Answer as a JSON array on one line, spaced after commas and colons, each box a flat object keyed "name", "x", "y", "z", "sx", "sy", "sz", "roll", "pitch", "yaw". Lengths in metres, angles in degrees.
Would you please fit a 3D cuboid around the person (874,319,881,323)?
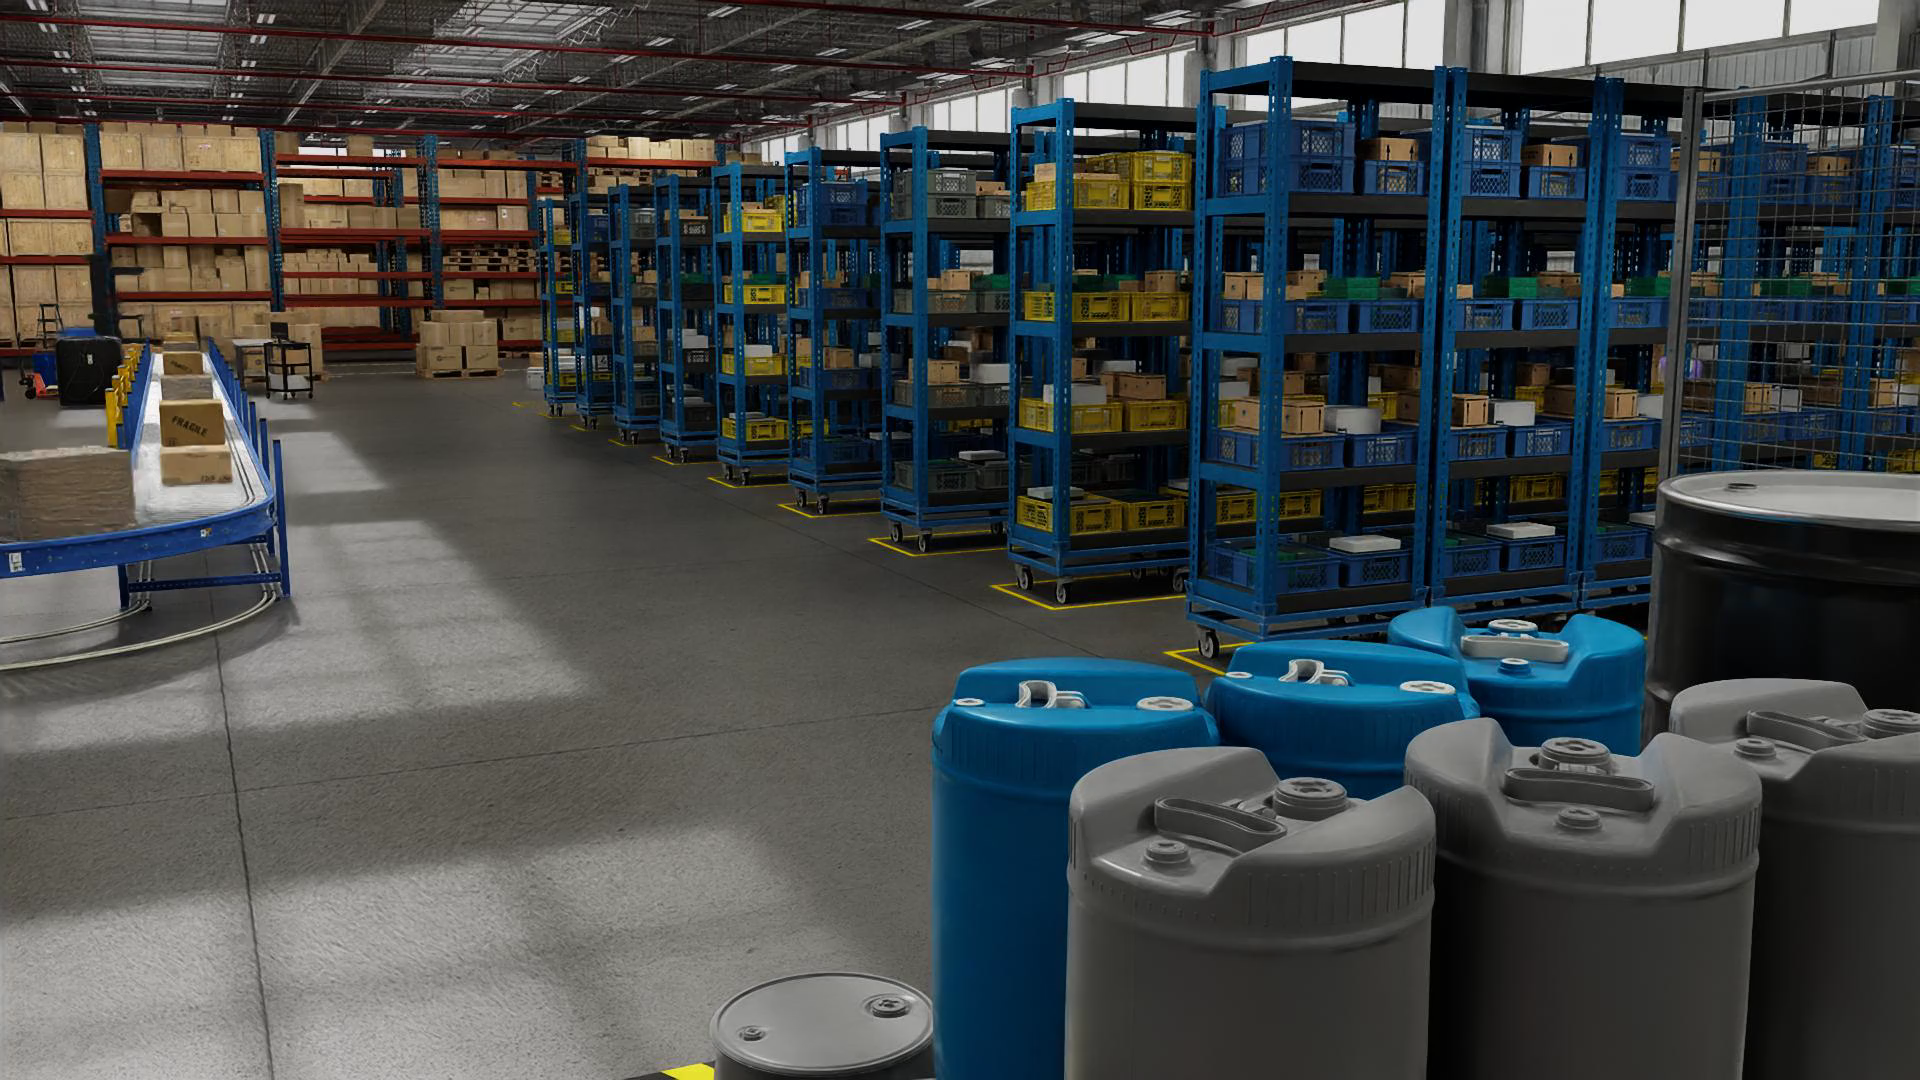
[{"name": "person", "x": -1.603, "y": -4.532, "z": 37.377, "sx": 0.670, "sy": 1.858, "sz": 1.039, "roll": -1, "pitch": 9, "yaw": -8}]

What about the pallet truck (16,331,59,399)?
[{"name": "pallet truck", "x": -17.082, "y": -3.353, "z": 31.781, "sx": 1.630, "sy": 1.274, "sz": 0.653, "roll": -4, "pitch": 10, "yaw": -25}]

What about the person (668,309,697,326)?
[{"name": "person", "x": -5.991, "y": -4.405, "z": 36.251, "sx": 0.652, "sy": 1.955, "sz": 0.933, "roll": -6, "pitch": 11, "yaw": -33}]

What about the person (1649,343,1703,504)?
[{"name": "person", "x": 7.238, "y": -1.218, "z": 16.842, "sx": 0.564, "sy": 1.846, "sz": 0.394, "roll": -4, "pitch": 10, "yaw": -22}]

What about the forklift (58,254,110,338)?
[{"name": "forklift", "x": -20.500, "y": -5.404, "z": 39.615, "sx": 1.873, "sy": 2.768, "sz": 1.129, "roll": -4, "pitch": 10, "yaw": -26}]

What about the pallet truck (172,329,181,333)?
[{"name": "pallet truck", "x": -17.275, "y": -3.851, "z": 35.096, "sx": 1.601, "sy": 1.201, "sz": 0.680, "roll": 0, "pitch": 9, "yaw": 1}]
